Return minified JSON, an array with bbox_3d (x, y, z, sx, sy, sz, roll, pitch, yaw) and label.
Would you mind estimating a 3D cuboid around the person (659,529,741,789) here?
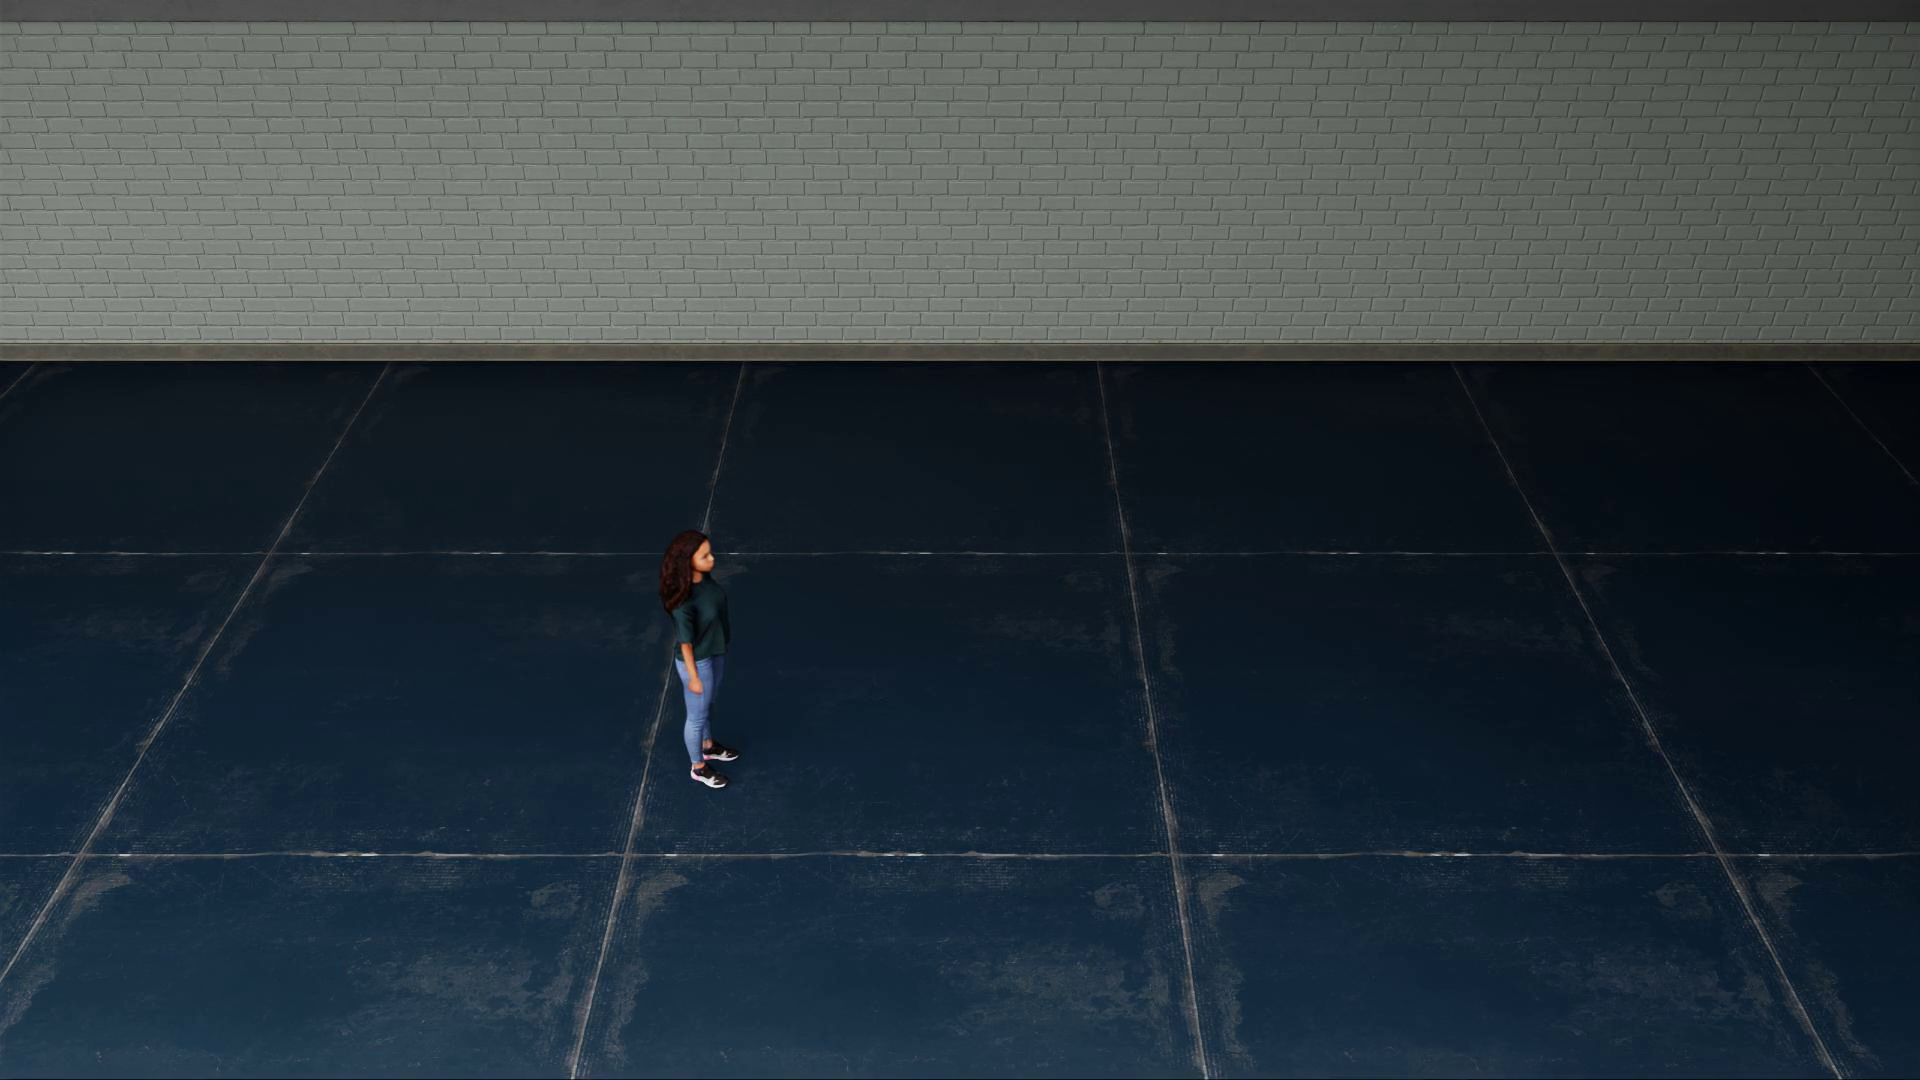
[{"bbox_3d":[-1.458,0.642,9.306,0.709,1.616,0.593,7,34,11],"label":"person"}]
